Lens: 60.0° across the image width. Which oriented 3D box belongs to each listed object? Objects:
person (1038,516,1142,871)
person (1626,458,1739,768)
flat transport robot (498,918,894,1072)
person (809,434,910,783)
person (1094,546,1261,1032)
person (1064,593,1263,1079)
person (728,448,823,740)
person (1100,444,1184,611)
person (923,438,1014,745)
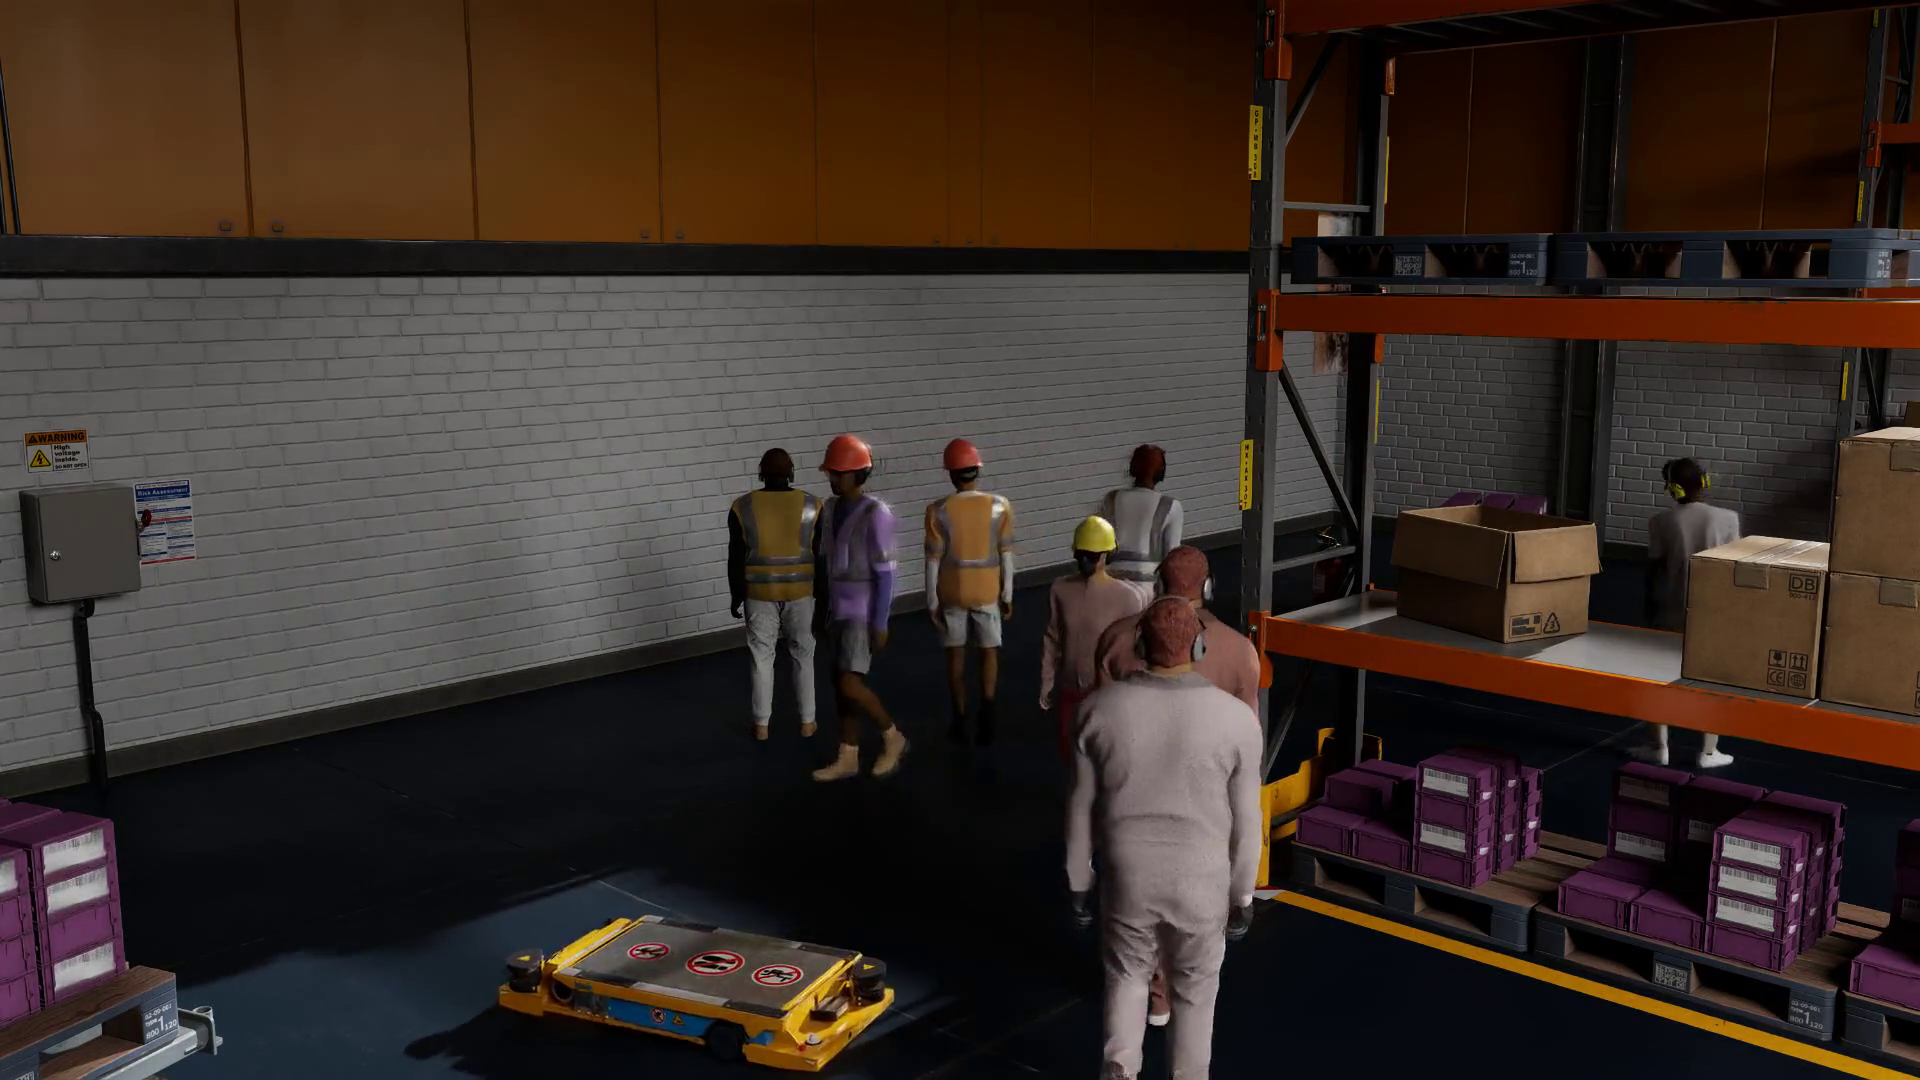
[{"bbox_3d":[0.689,0.723,8.379,0.533,1.744,0.731,6,11,35],"label":"person"},{"bbox_3d":[4.312,0.443,9.842,0.635,1.836,0.401,4,10,24],"label":"person"},{"bbox_3d":[-1.043,1.752,6.579,1.431,0.197,0.652,4,10,23],"label":"flat transport robot"},{"bbox_3d":[-0.617,0.402,9.508,0.449,2.032,0.644,-6,11,-33],"label":"person"},{"bbox_3d":[0.844,0.957,6.569,0.663,1.867,0.679,3,10,16],"label":"person"},{"bbox_3d":[0.657,1.130,5.468,0.656,1.887,0.578,3,10,16],"label":"person"},{"bbox_3d":[-1.139,0.338,10.456,0.637,1.840,0.429,-2,9,-10],"label":"person"},{"bbox_3d":[1.100,0.324,10.483,0.597,1.863,0.755,5,10,27],"label":"person"},{"bbox_3d":[0.059,0.335,10.230,0.567,1.917,0.628,-1,9,-7],"label":"person"}]
